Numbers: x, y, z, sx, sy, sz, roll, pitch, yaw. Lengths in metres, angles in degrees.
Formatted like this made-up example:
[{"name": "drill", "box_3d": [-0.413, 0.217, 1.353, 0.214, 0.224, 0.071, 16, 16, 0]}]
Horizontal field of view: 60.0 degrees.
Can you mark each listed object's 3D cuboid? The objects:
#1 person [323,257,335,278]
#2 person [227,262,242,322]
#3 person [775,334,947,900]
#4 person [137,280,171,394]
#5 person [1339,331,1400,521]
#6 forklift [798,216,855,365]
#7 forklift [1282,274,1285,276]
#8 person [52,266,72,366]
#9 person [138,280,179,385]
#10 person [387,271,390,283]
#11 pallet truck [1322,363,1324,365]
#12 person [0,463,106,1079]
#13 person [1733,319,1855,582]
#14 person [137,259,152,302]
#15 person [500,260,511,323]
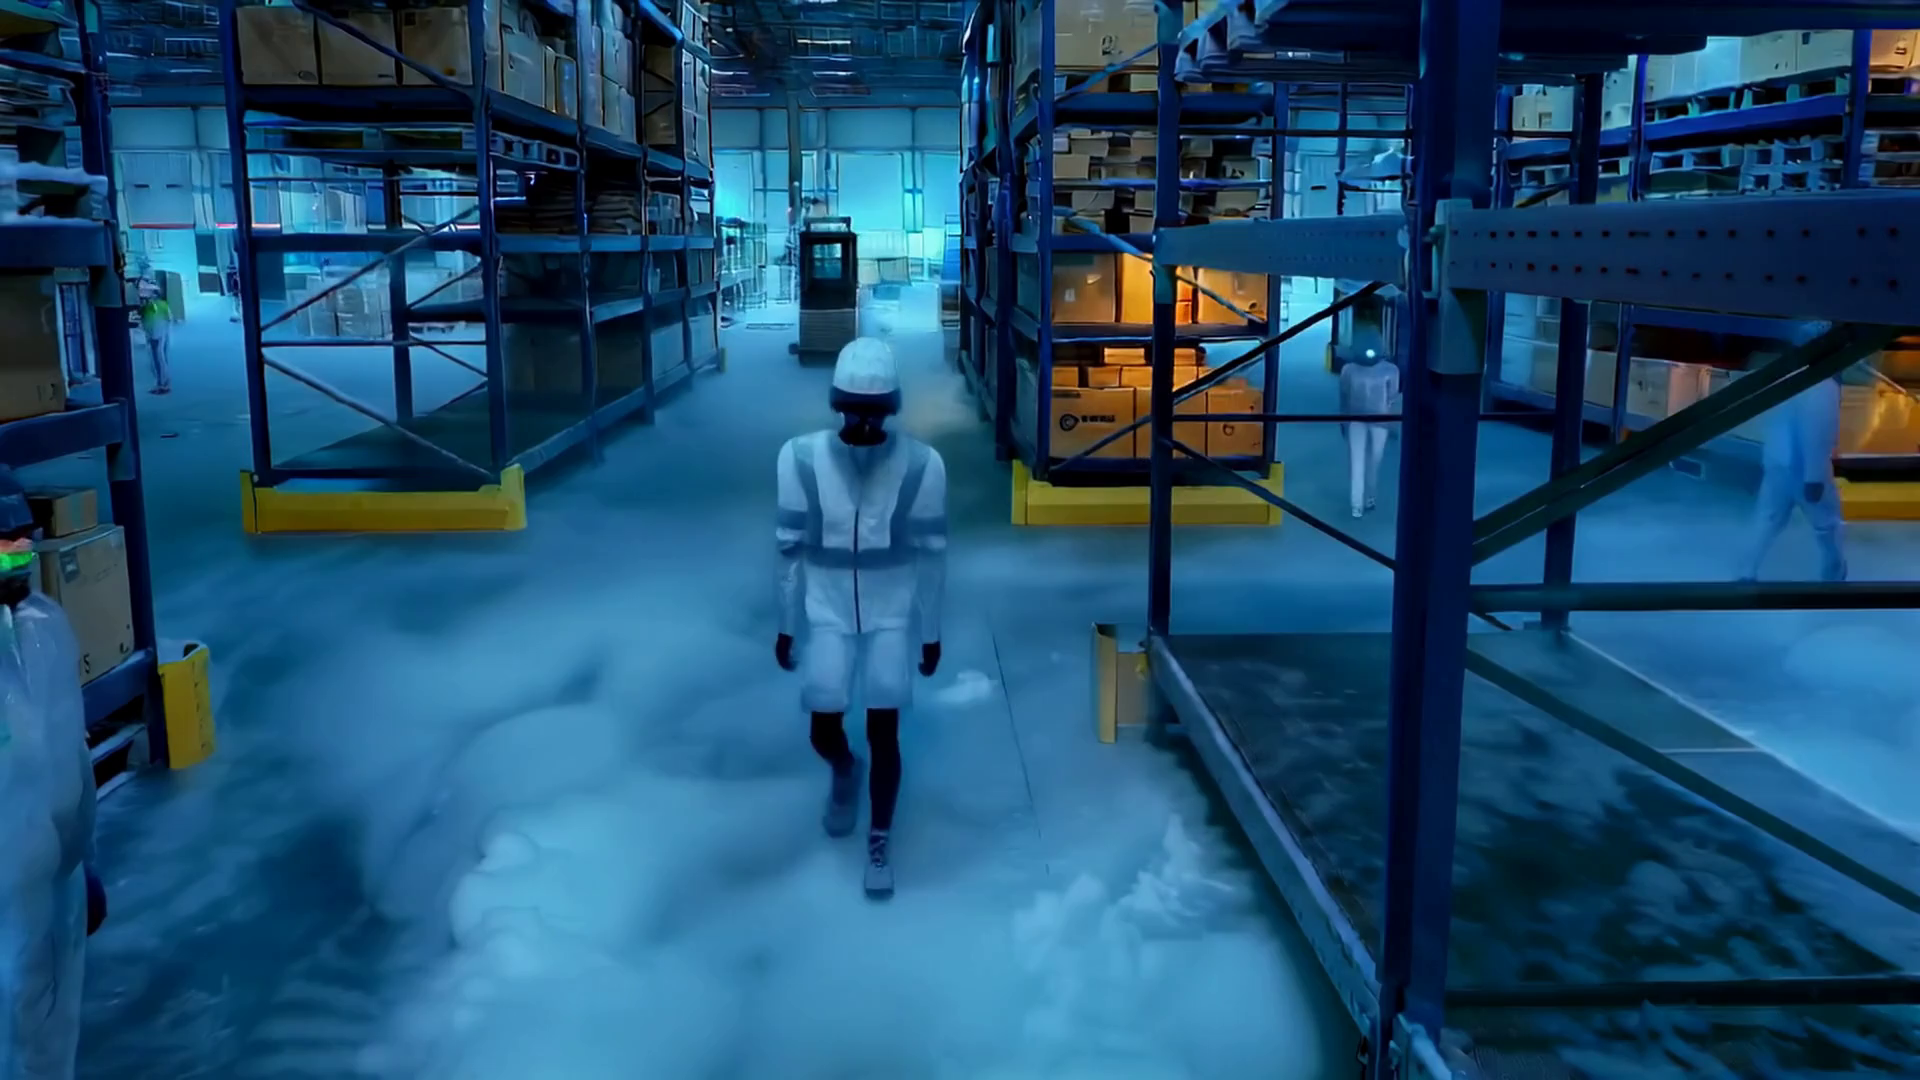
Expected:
[{"name": "person", "box_3d": [-23.199, -9.484, 60.978, 0.938, 1.789, 0.636, -4, 11, -20]}, {"name": "person", "box_3d": [-21.285, -7.253, 48.695, 0.483, 1.745, 0.302, 7, 12, 34]}, {"name": "person", "box_3d": [-0.355, 0.261, 6.055, 0.626, 2.023, 0.585, 0, 10, 0]}, {"name": "person", "box_3d": [-12.438, -3.122, 25.650, 0.355, 1.755, 0.518, -8, 13, -38]}, {"name": "person", "box_3d": [3.505, -0.999, 14.285, 0.503, 1.589, 0.862, 1, 10, 8]}, {"name": "forklift", "box_3d": [-2.528, -4.790, 31.802, 1.129, 2.768, 1.873, 0, 10, -2]}, {"name": "forklift", "box_3d": [12.244, -10.301, 62.506, 1.129, 2.768, 1.873, 0, 10, -2]}, {"name": "person", "box_3d": [-17.125, -4.246, 31.321, 0.609, 1.965, 0.369, 3, 11, 16]}, {"name": "person", "box_3d": [-13.113, -3.383, 27.204, 0.537, 1.722, 0.905, -8, 13, -37]}, {"name": "person", "box_3d": [-18.762, -8.402, 55.254, 0.321, 1.692, 0.534, 9, 13, 40]}, {"name": "pallet truck", "box_3d": [7.712, -4.157, 30.737, 1.885, 1.965, 0.823, 3, 11, 16]}, {"name": "person", "box_3d": [-2.049, 0.774, 3.565, 0.394, 1.899, 0.641, 1, 10, 6]}, {"name": "person", "box_3d": [5.417, -0.470, 10.583, 0.980, 1.850, 0.669, -1, 10, -6]}, {"name": "person", "box_3d": [-21.473, -6.468, 43.979, 0.378, 1.884, 0.715, -2, 10, -12]}, {"name": "person", "box_3d": [-12.943, -7.011, 47.106, 0.932, 1.825, 0.557, 3, 11, 18]}]
